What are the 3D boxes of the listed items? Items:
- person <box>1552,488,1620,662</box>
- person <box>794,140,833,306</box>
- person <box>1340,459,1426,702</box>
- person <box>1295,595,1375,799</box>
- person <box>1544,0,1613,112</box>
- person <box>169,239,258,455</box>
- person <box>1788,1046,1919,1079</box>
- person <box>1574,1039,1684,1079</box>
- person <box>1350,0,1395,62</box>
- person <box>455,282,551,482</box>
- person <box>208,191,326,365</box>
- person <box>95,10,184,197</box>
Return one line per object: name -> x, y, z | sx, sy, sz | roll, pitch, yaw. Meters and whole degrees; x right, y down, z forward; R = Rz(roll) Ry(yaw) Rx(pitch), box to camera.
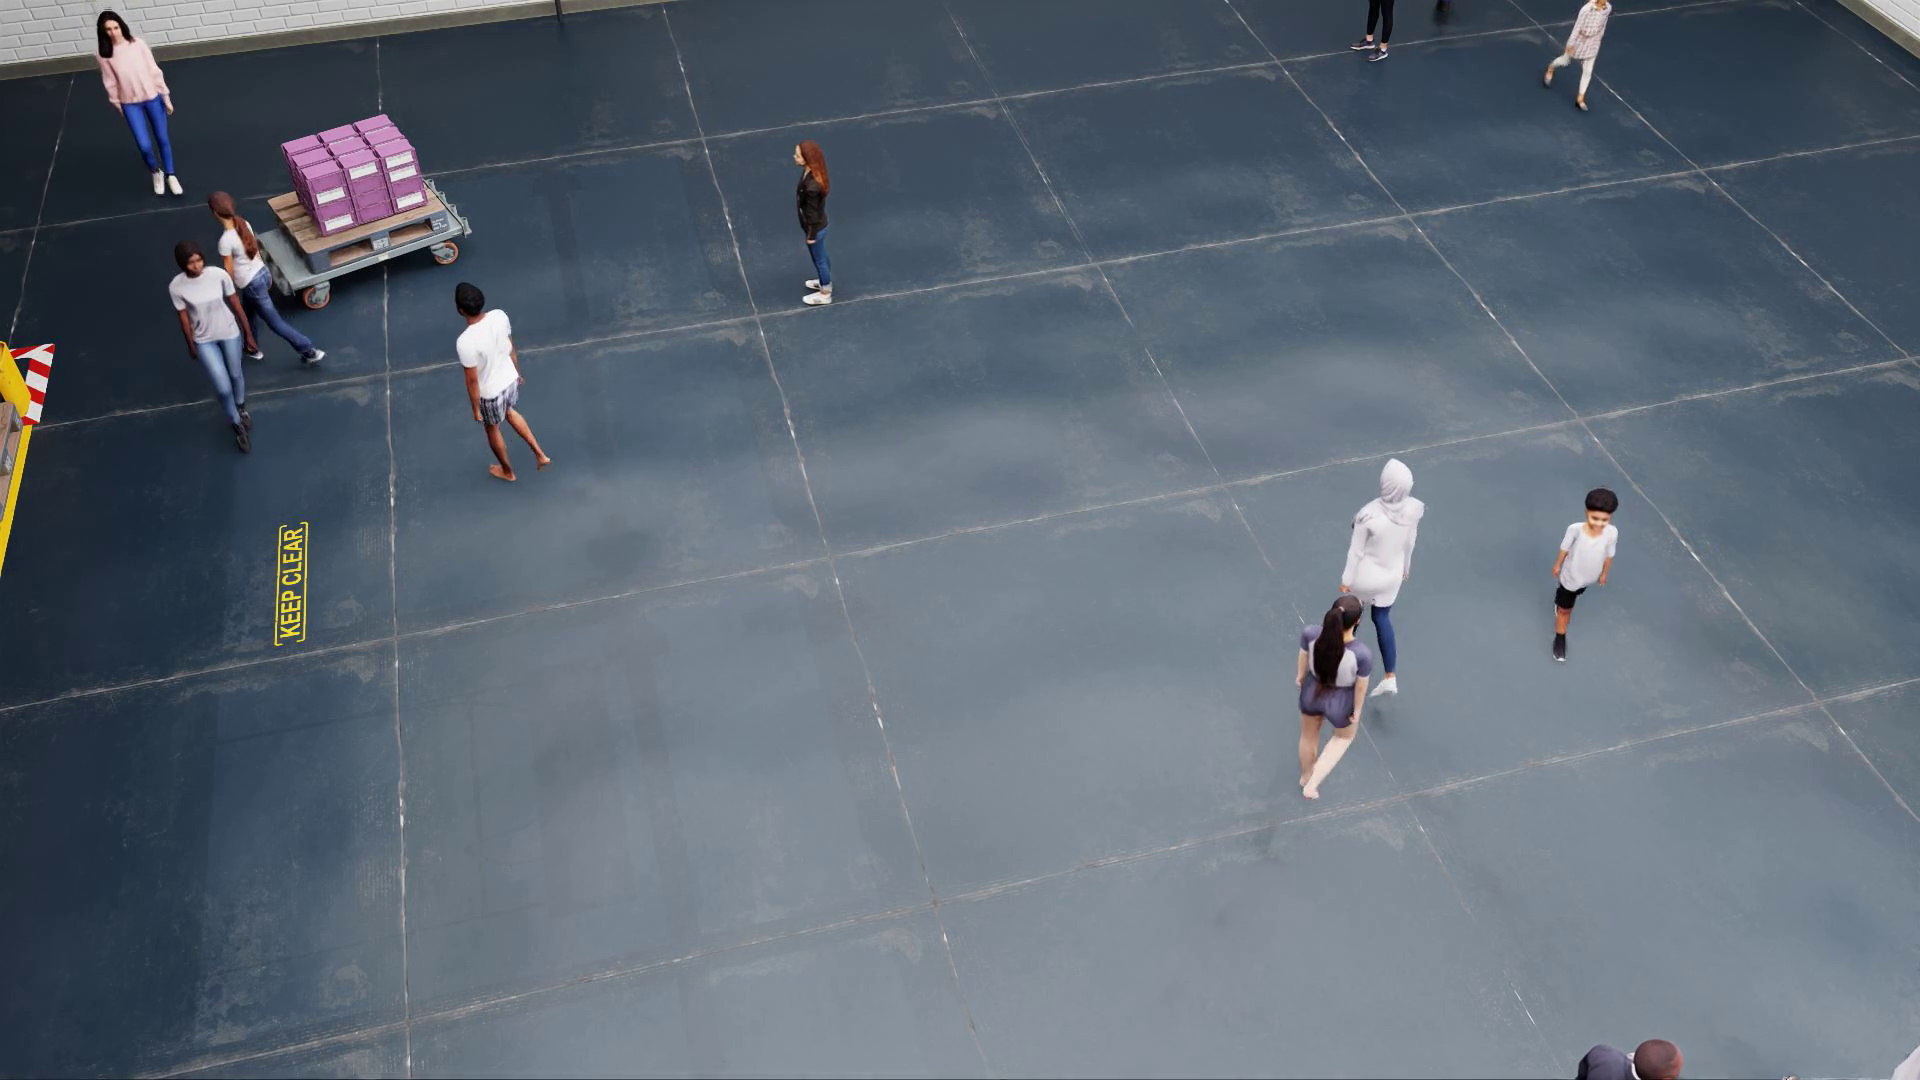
person -> 4.080, 0.137, 10.910 | 0.713, 1.245, 0.930 | 6, 44, 7
person -> -1.178, -2.604, 13.616 | 0.641, 1.481, 0.495 | -3, 44, -4
person -> 2.630, 0.277, 10.392 | 0.644, 1.755, 1.018 | -10, 44, -10
person -> 2.131, 0.977, 9.741 | 0.757, 1.641, 0.819 | 25, 49, 24
person -> 6.029, -4.872, 16.142 | 0.547, 1.281, 0.961 | -8, 44, -9
person -> -5.521, -1.525, 12.320 | 0.758, 1.706, 0.888 | -28, 50, -26
person -> 4.561, 2.564, 7.953 | 0.919, 1.809, 1.221 | -23, 48, -22
person -> 2.977, 2.824, 7.669 | 0.765, 1.824, 0.562 | -14, 45, -14
person -> 4.275, -5.672, 16.678 | 0.677, 1.699, 0.555 | -18, 46, -18
person -> -3.253, -1.071, 11.830 | 0.935, 1.724, 0.874 | 22, 48, 22
person -> -5.428, -1.973, 12.924 | 0.906, 1.521, 1.063 | 6, 44, 6
person -> -7.278, -3.913, 14.789 | 0.713, 1.759, 0.687 | -21, 47, -21
